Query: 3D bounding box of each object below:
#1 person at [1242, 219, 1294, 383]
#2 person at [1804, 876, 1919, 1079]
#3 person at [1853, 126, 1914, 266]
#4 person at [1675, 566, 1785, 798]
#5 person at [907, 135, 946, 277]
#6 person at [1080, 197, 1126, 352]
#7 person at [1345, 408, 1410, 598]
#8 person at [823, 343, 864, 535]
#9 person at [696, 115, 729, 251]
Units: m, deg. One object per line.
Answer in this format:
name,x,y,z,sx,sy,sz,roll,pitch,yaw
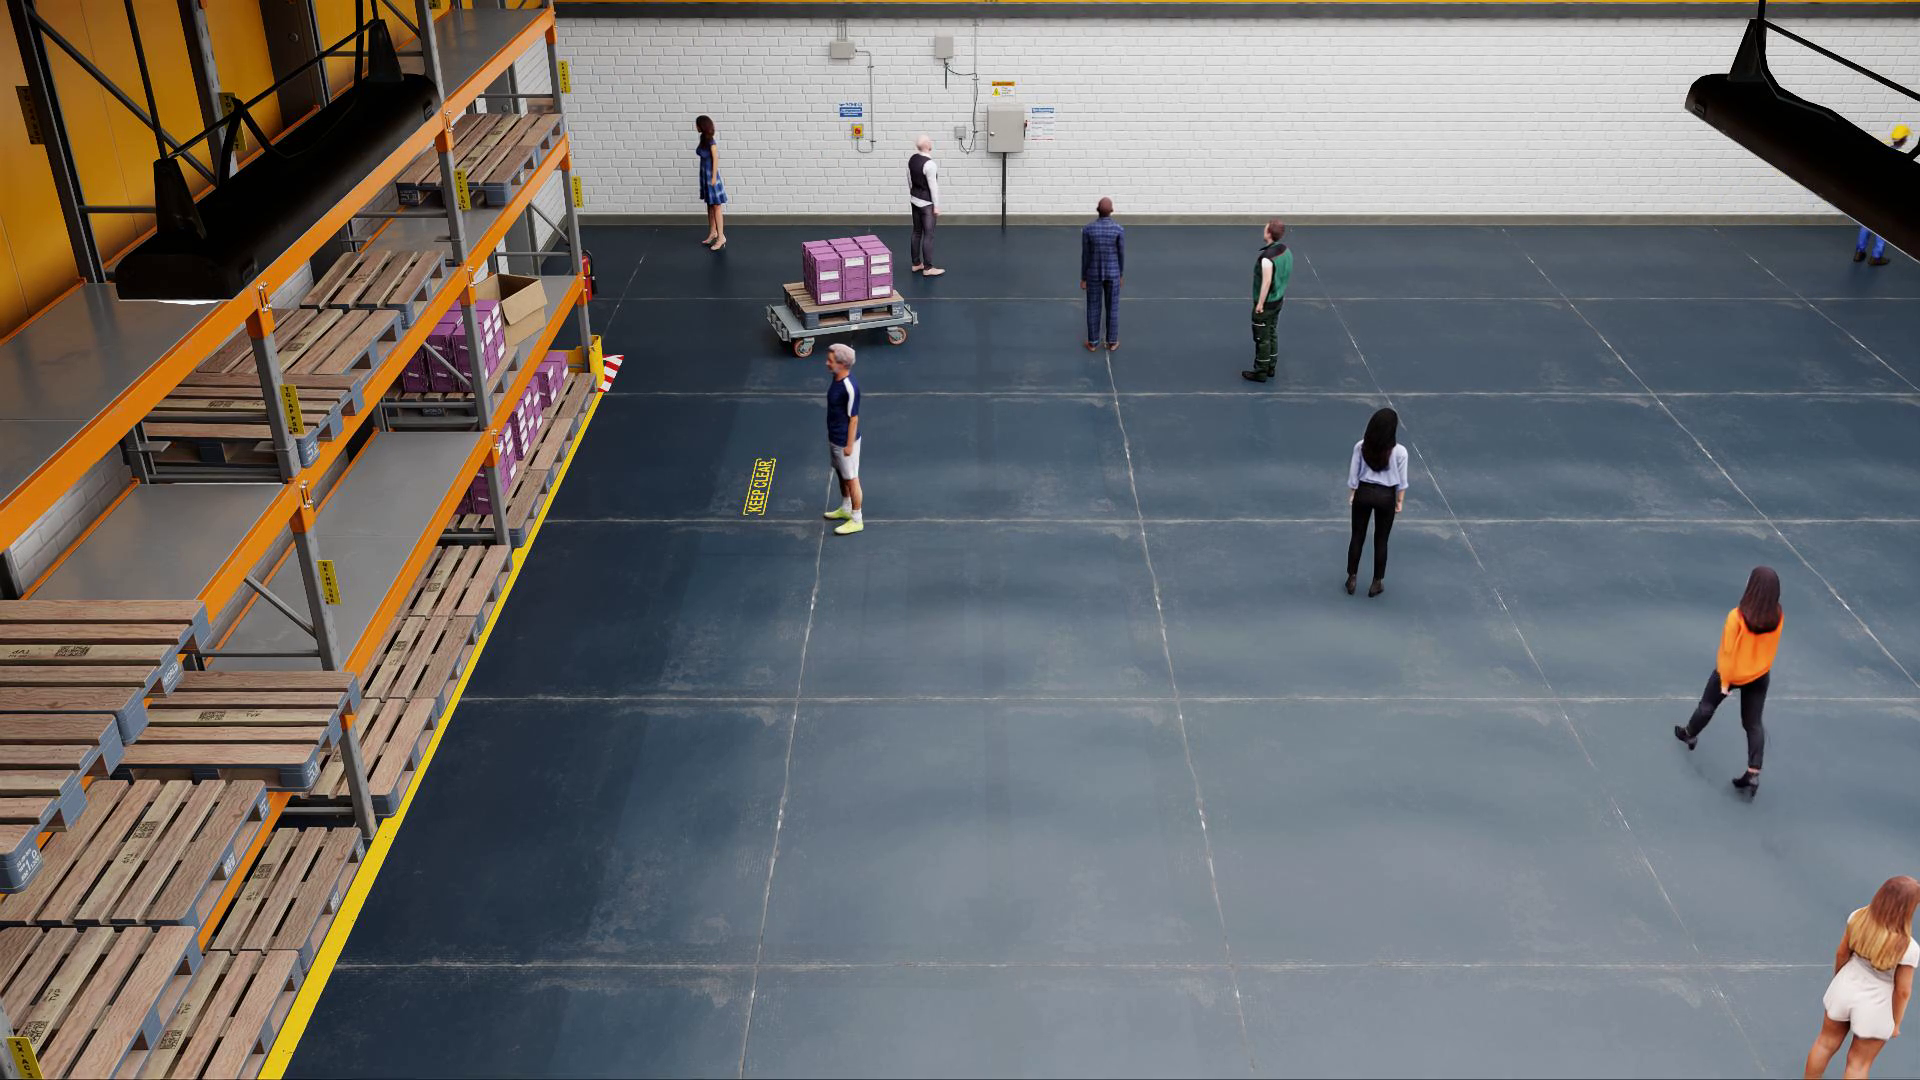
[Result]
person,3.397,-2.654,18.380,0.800,1.842,0.709,19,34,31
person,4.916,2.512,9.062,0.720,1.697,0.627,-14,32,-24
person,12.163,-4.542,21.872,0.813,1.812,0.700,-17,33,-29
person,5.602,1.018,11.790,0.770,1.706,1.129,-5,29,-10
person,-0.465,-4.327,21.468,0.843,1.822,0.754,-21,35,-33
person,1.653,-3.061,19.151,0.647,1.819,0.594,1,29,2
person,3.539,-0.325,14.213,0.723,1.744,0.679,10,30,17
person,-1.061,-0.951,15.261,0.771,1.839,0.631,-11,31,-19
person,-3.376,-4.822,22.391,0.818,1.807,0.690,-15,32,-25
